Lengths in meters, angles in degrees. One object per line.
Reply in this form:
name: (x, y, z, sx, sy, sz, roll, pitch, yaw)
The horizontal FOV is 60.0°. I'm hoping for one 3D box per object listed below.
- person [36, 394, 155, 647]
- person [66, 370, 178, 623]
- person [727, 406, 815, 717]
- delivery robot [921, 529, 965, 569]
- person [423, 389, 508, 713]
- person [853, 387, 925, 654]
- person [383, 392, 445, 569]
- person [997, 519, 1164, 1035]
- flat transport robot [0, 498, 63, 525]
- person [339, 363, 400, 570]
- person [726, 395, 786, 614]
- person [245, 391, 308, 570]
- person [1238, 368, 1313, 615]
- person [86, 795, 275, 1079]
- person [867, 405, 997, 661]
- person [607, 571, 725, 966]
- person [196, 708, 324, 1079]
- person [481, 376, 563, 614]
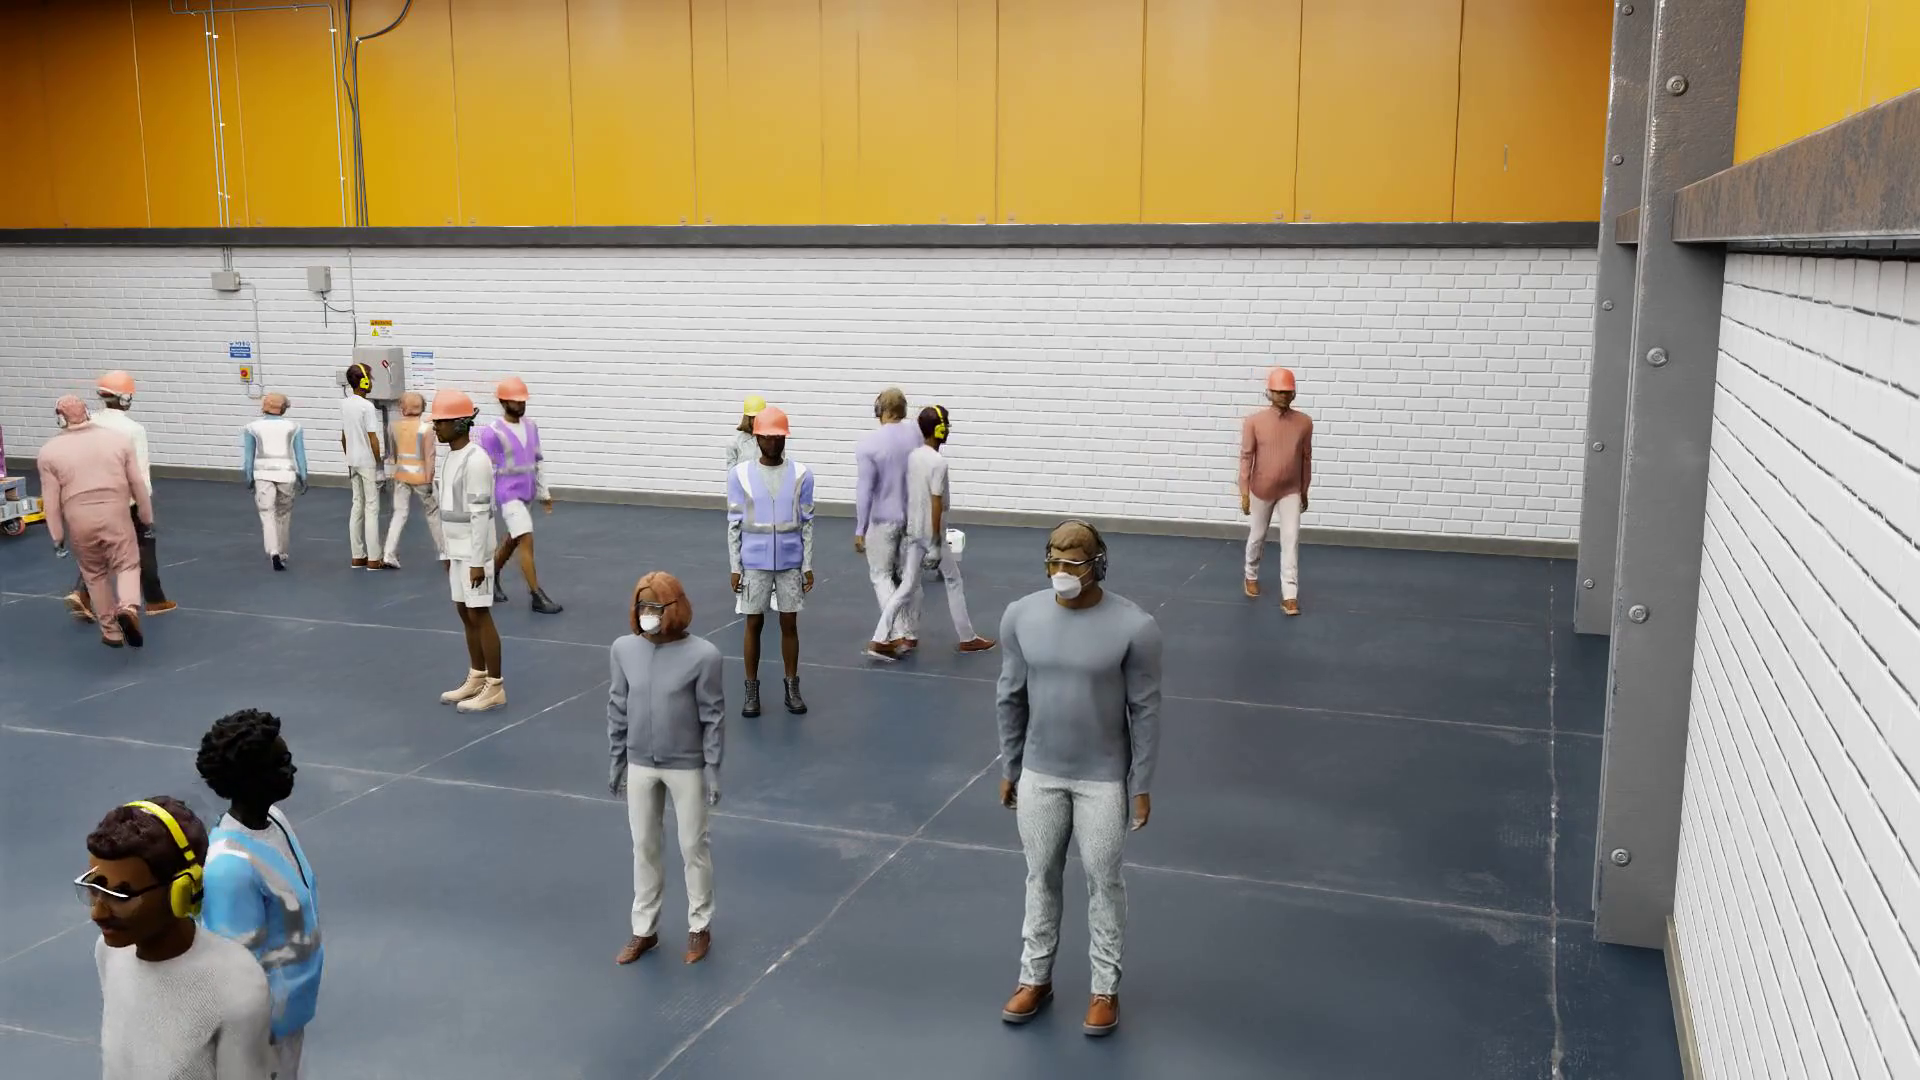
person: (-6.142, -0.100, 11.881, 0.723, 1.860, 0.727, -6, 12, -29)
person: (-6.550, -0.335, 12.922, 0.633, 1.970, 0.835, 2, 10, 12)
person: (-1.167, 0.132, 10.355, 0.545, 1.942, 0.350, -2, 10, -14)
delivery robot: (-0.320, 0.040, 14.512, 0.707, 0.478, 0.477, -3, 10, -17)
person: (-3.129, 0.068, 10.475, 0.394, 2.038, 0.606, -7, 12, -34)
person: (-0.453, -0.125, 11.853, 0.651, 1.935, 0.416, -6, 12, -32)
person: (-4.993, -0.538, 15.143, 0.521, 1.612, 0.831, 3, 11, 18)
person: (0.434, 0.874, 6.187, 0.629, 1.939, 0.372, 4, 11, 22)
flat transport robot: (-10.347, -0.325, 17.631, 1.431, 0.197, 0.652, 2, 10, 11)
person: (-5.359, -0.659, 15.015, 0.513, 1.871, 0.328, 7, 12, 36)
person: (-1.609, -0.283, 13.248, 0.494, 1.743, 0.302, -4, 11, -19)
person: (-6.223, -0.548, 15.136, 0.532, 1.602, 0.805, -4, 11, -22)
person: (2.543, -0.432, 13.519, 0.631, 1.957, 1.014, -1, 10, -5)
person: (-1.597, 1.411, 3.401, 0.574, 1.850, 0.455, 5, 11, 27)
person: (-0.232, -0.046, 11.750, 1.006, 1.814, 0.517, -7, 12, -36)
person: (-1.191, 0.934, 6.774, 0.516, 1.636, 0.417, 2, 10, 14)
person: (-1.890, 1.287, 4.531, 0.318, 1.700, 0.535, -3, 10, -15)
person: (-3.597, -0.381, 13.382, 0.976, 1.897, 0.555, 5, 11, 27)
